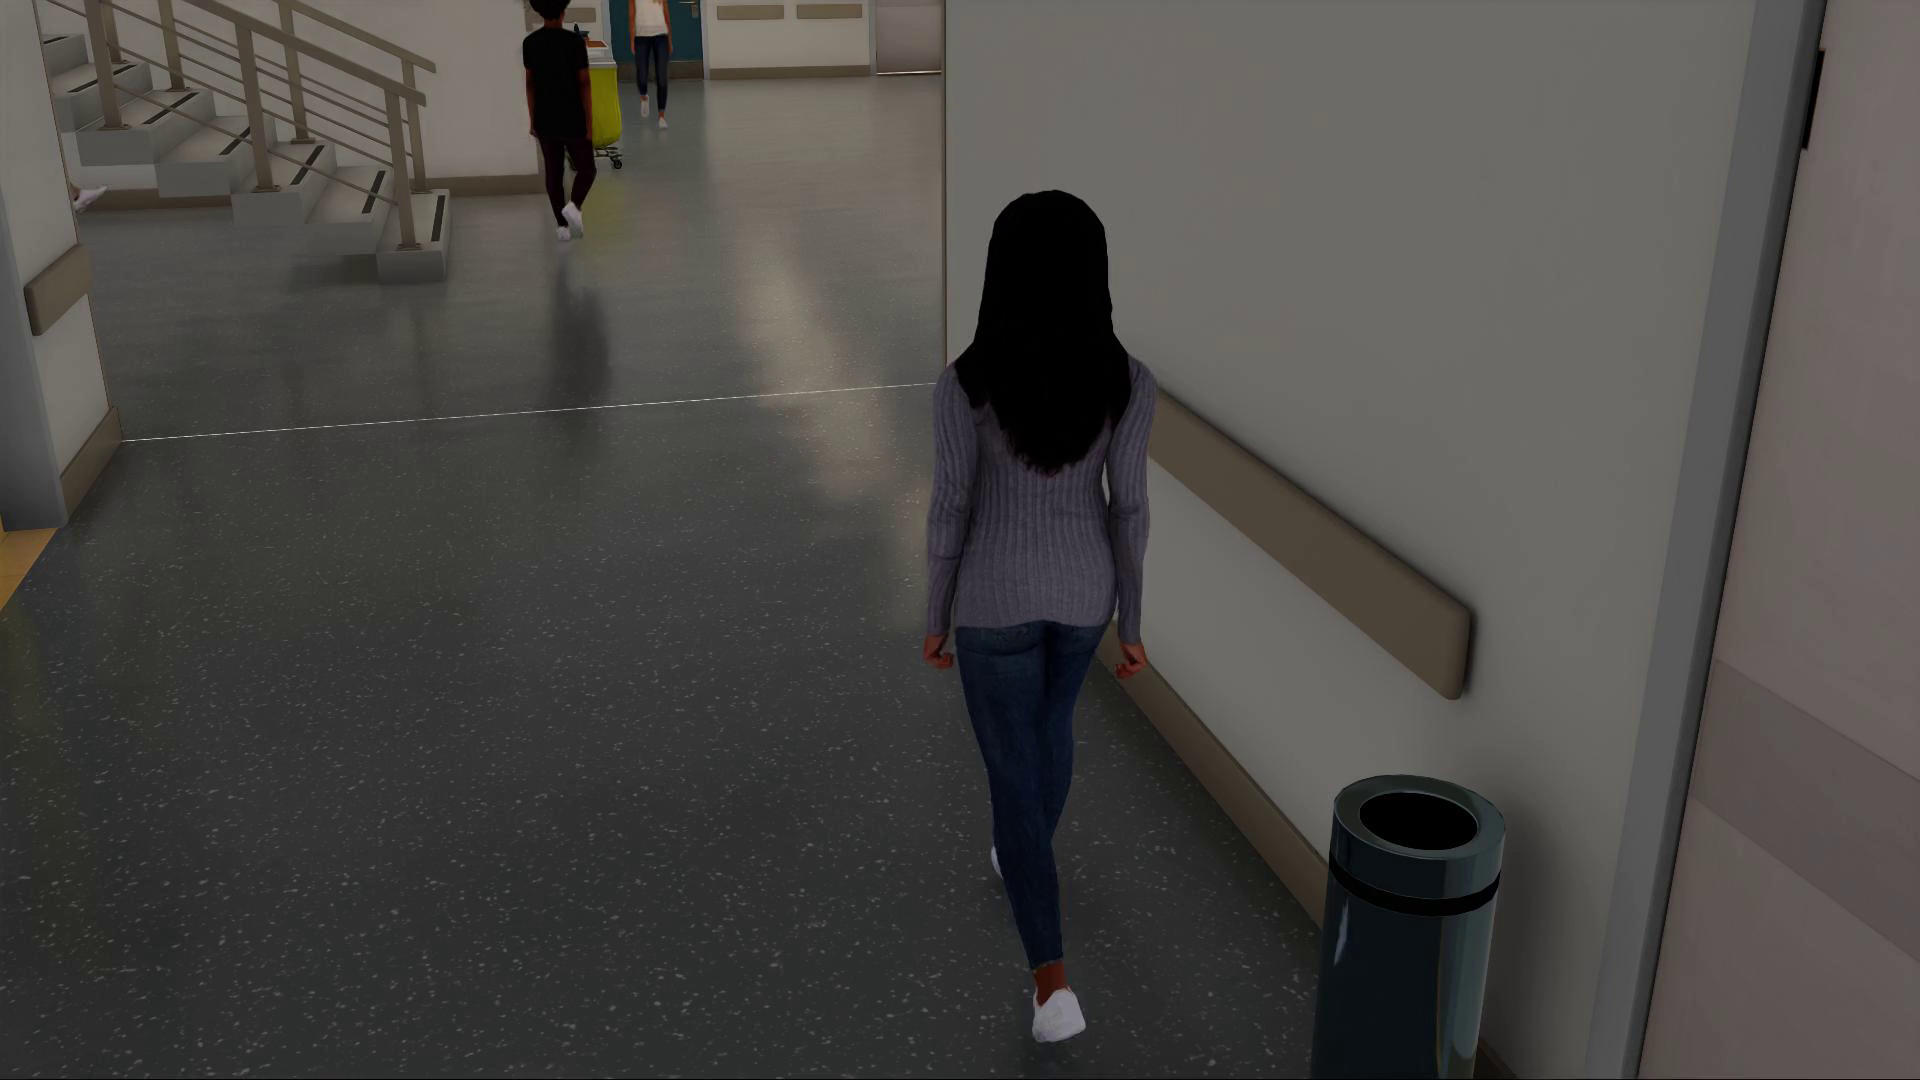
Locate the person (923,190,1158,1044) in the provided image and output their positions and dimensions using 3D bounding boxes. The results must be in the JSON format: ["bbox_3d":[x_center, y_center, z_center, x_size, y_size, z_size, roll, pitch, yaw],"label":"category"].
[{"bbox_3d":[0.173,0.197,3.364,1.084,1.702,0.724,-4,21,-11],"label":"person"}]

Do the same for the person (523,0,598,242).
[{"bbox_3d":[-2.796,-2.946,11.572,0.889,1.767,0.823,0,21,1],"label":"person"}]

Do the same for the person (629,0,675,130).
[{"bbox_3d":[-3.316,-5.334,17.835,0.777,1.795,0.648,-6,21,-15],"label":"person"}]
